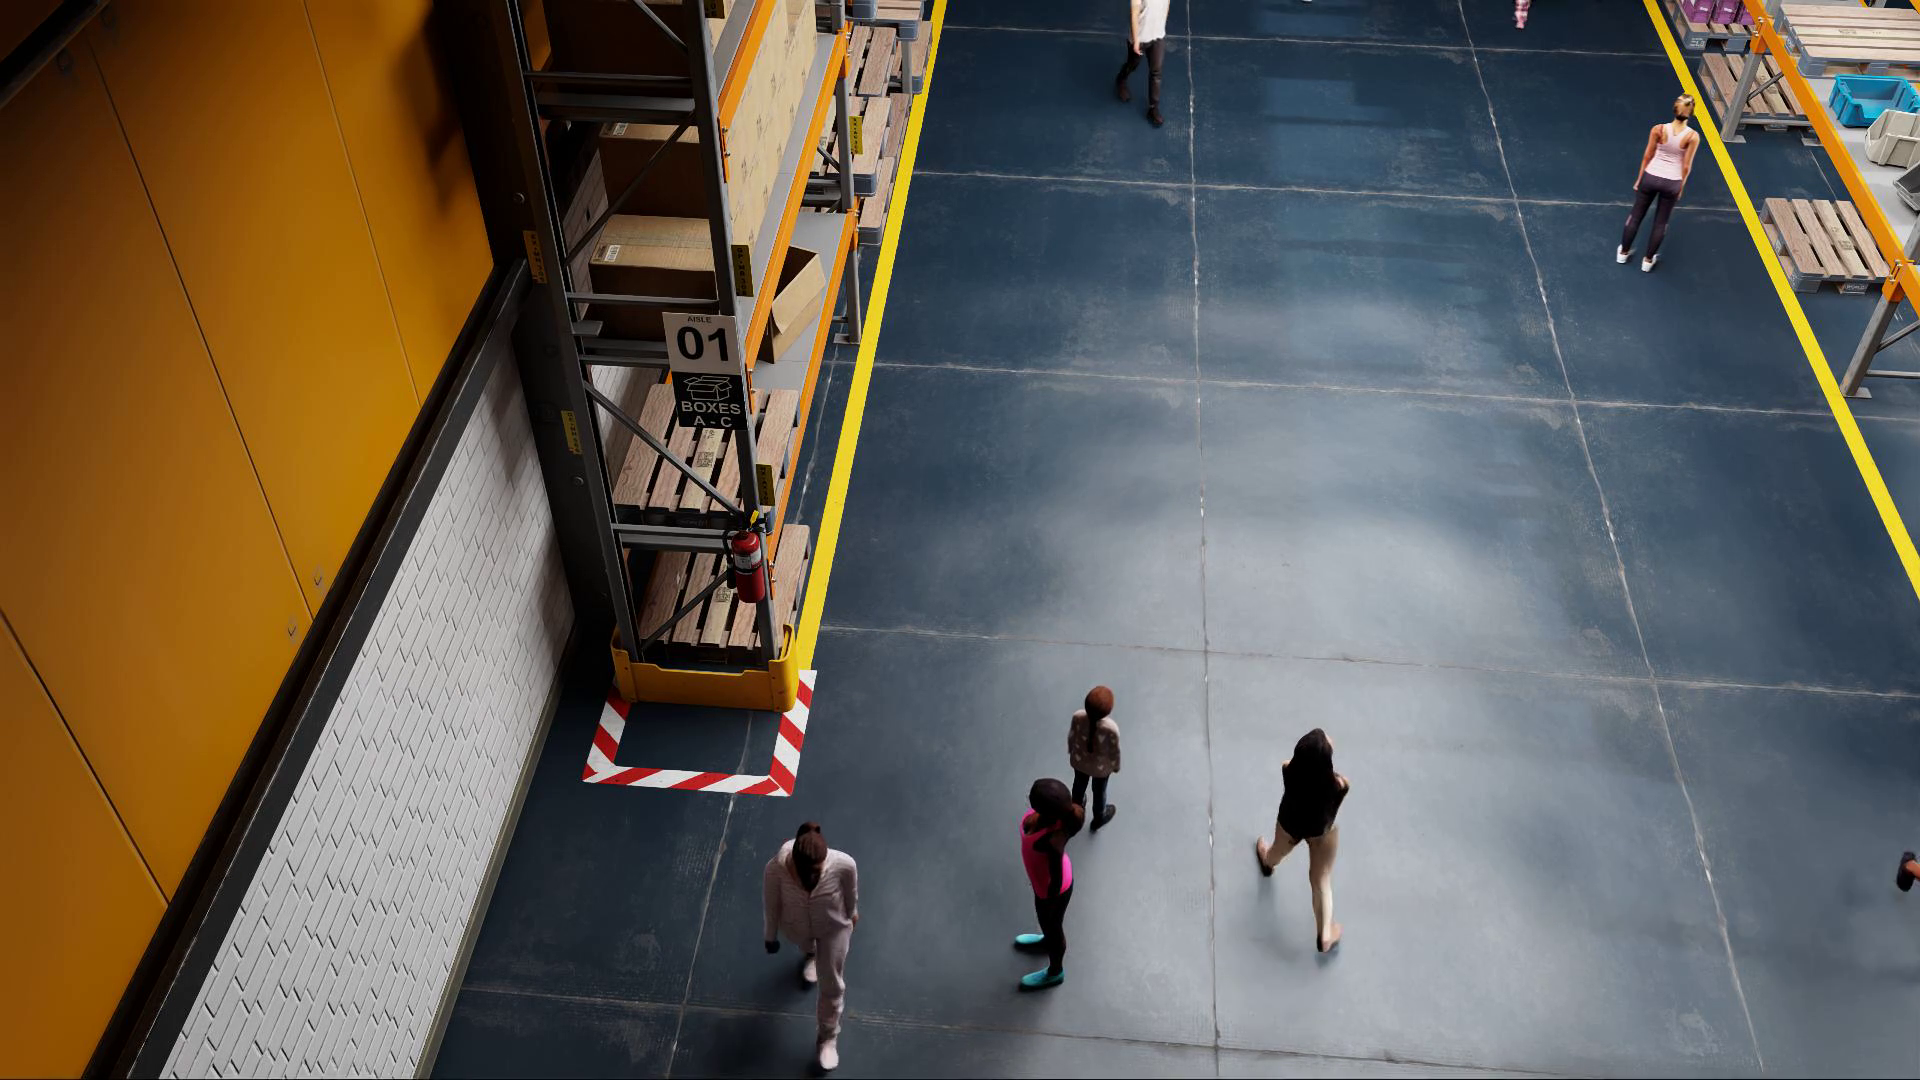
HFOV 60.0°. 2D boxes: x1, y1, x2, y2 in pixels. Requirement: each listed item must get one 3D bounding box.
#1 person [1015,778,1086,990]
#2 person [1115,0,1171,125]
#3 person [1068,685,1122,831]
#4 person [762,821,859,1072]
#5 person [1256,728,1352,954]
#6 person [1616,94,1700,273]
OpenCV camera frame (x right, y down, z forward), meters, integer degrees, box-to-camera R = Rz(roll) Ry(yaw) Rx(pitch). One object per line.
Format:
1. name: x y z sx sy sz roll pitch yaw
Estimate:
1. person: 0.495 1.843 9.019 0.636 1.725 0.505 0 44 0
2. person: 1.783 -4.964 16.186 0.922 1.695 1.151 -15 46 -15
3. person: 0.796 1.301 9.973 0.549 1.194 0.553 19 47 19
4. person: -0.782 1.977 8.949 0.714 1.628 1.107 1 44 1
5. person: 1.971 1.516 9.431 0.859 1.631 1.022 8 44 8
6. person: 5.994 -3.061 14.220 0.633 1.653 0.651 22 48 21
